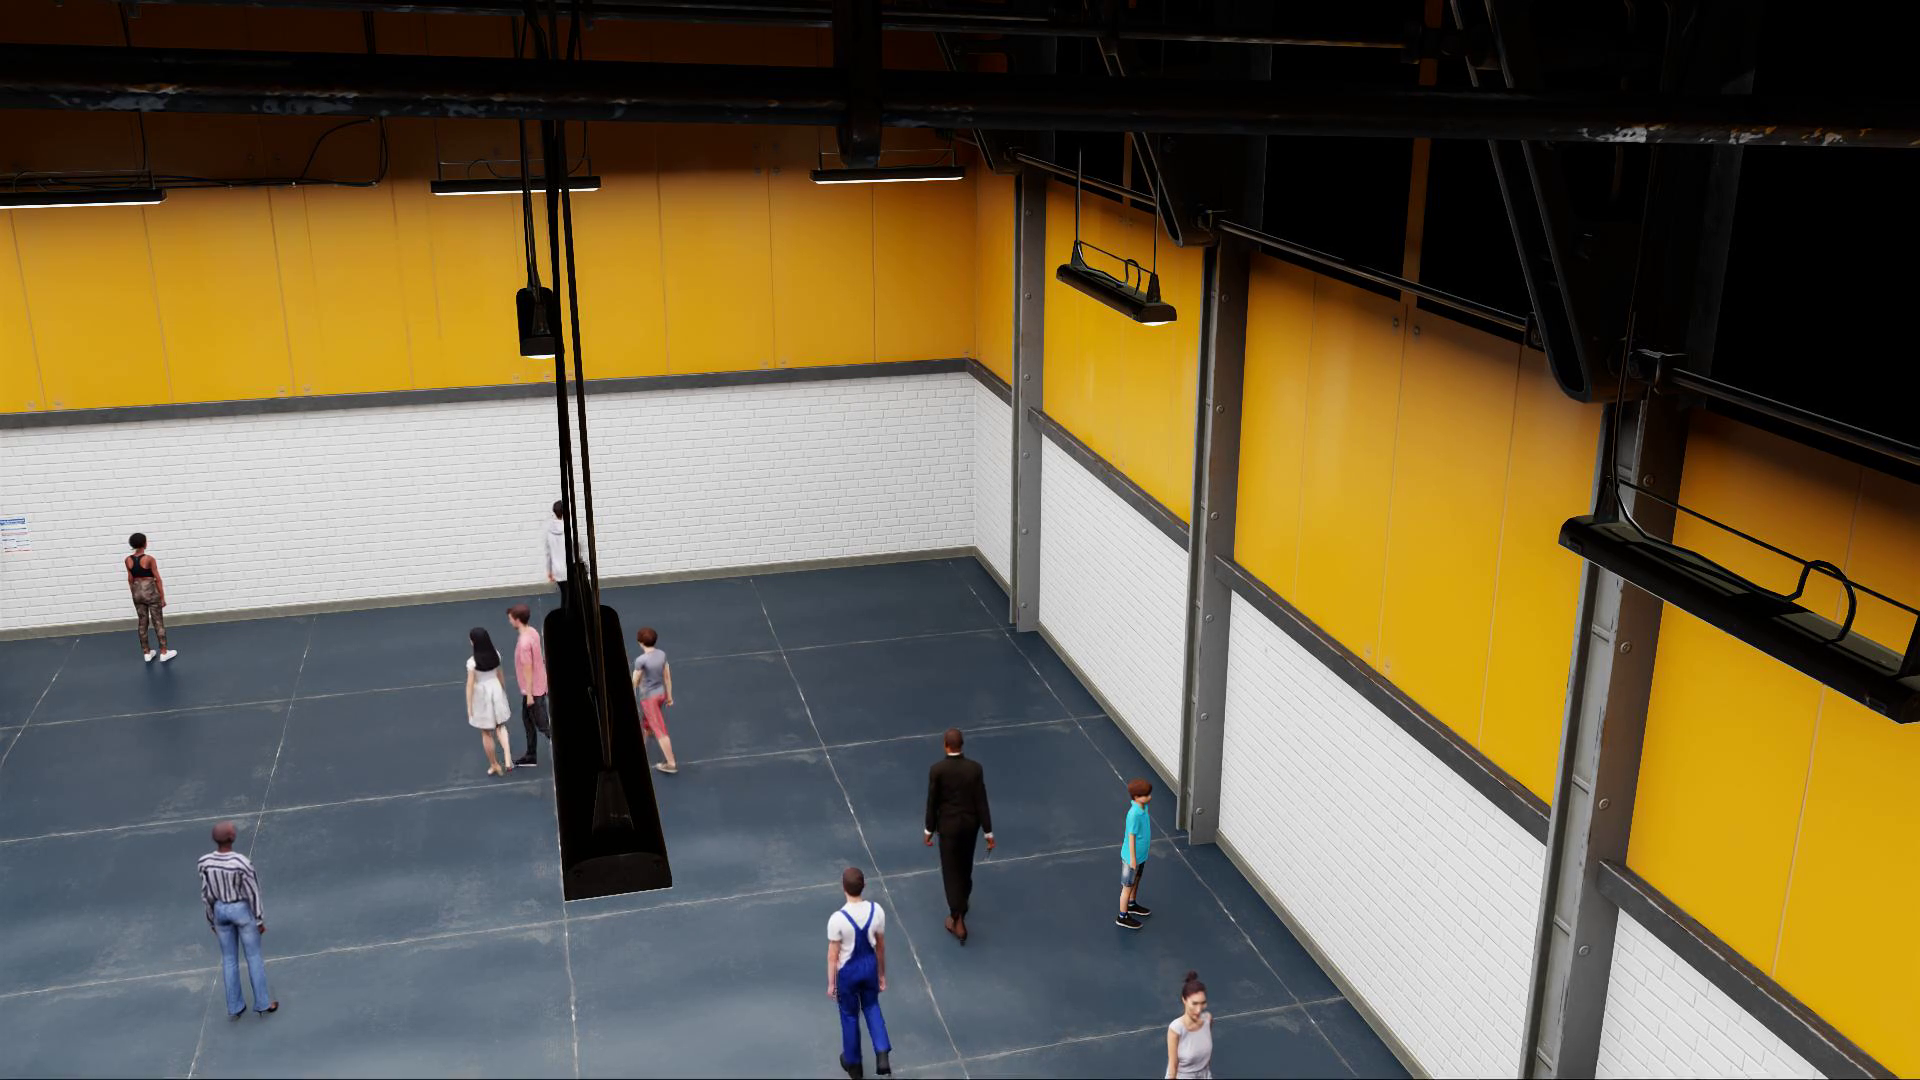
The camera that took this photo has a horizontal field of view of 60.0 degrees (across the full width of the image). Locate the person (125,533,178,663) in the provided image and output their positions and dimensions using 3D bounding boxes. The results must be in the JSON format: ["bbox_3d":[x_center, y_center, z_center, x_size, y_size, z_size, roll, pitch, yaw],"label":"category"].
[{"bbox_3d":[-10.350,0.719,21.160,0.631,1.703,0.620,0,19,1],"label":"person"}]

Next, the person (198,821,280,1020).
[{"bbox_3d":[-6.001,3.152,13.793,0.682,1.794,0.652,1,19,3],"label":"person"}]

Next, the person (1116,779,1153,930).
[{"bbox_3d":[1.597,2.841,15.257,0.648,1.448,0.570,8,20,22],"label":"person"}]

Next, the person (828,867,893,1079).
[{"bbox_3d":[-0.768,3.425,12.912,0.729,1.838,0.924,-10,21,-26],"label":"person"}]

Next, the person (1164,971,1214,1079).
[{"bbox_3d":[1.634,3.869,11.950,0.621,1.611,0.602,-13,23,-34],"label":"person"}]

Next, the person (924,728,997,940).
[{"bbox_3d":[-0.011,2.678,15.117,0.778,1.848,1.003,-5,19,-14],"label":"person"}]

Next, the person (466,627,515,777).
[{"bbox_3d":[-5.028,1.785,17.896,0.852,1.765,0.934,-17,25,-41],"label":"person"}]

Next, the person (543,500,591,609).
[{"bbox_3d":[-5.162,0.440,21.667,0.878,1.908,0.965,3,19,10],"label":"person"}]

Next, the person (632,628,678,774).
[{"bbox_3d":[-3.296,1.784,18.143,1.145,1.609,1.012,14,23,35],"label":"person"}]
